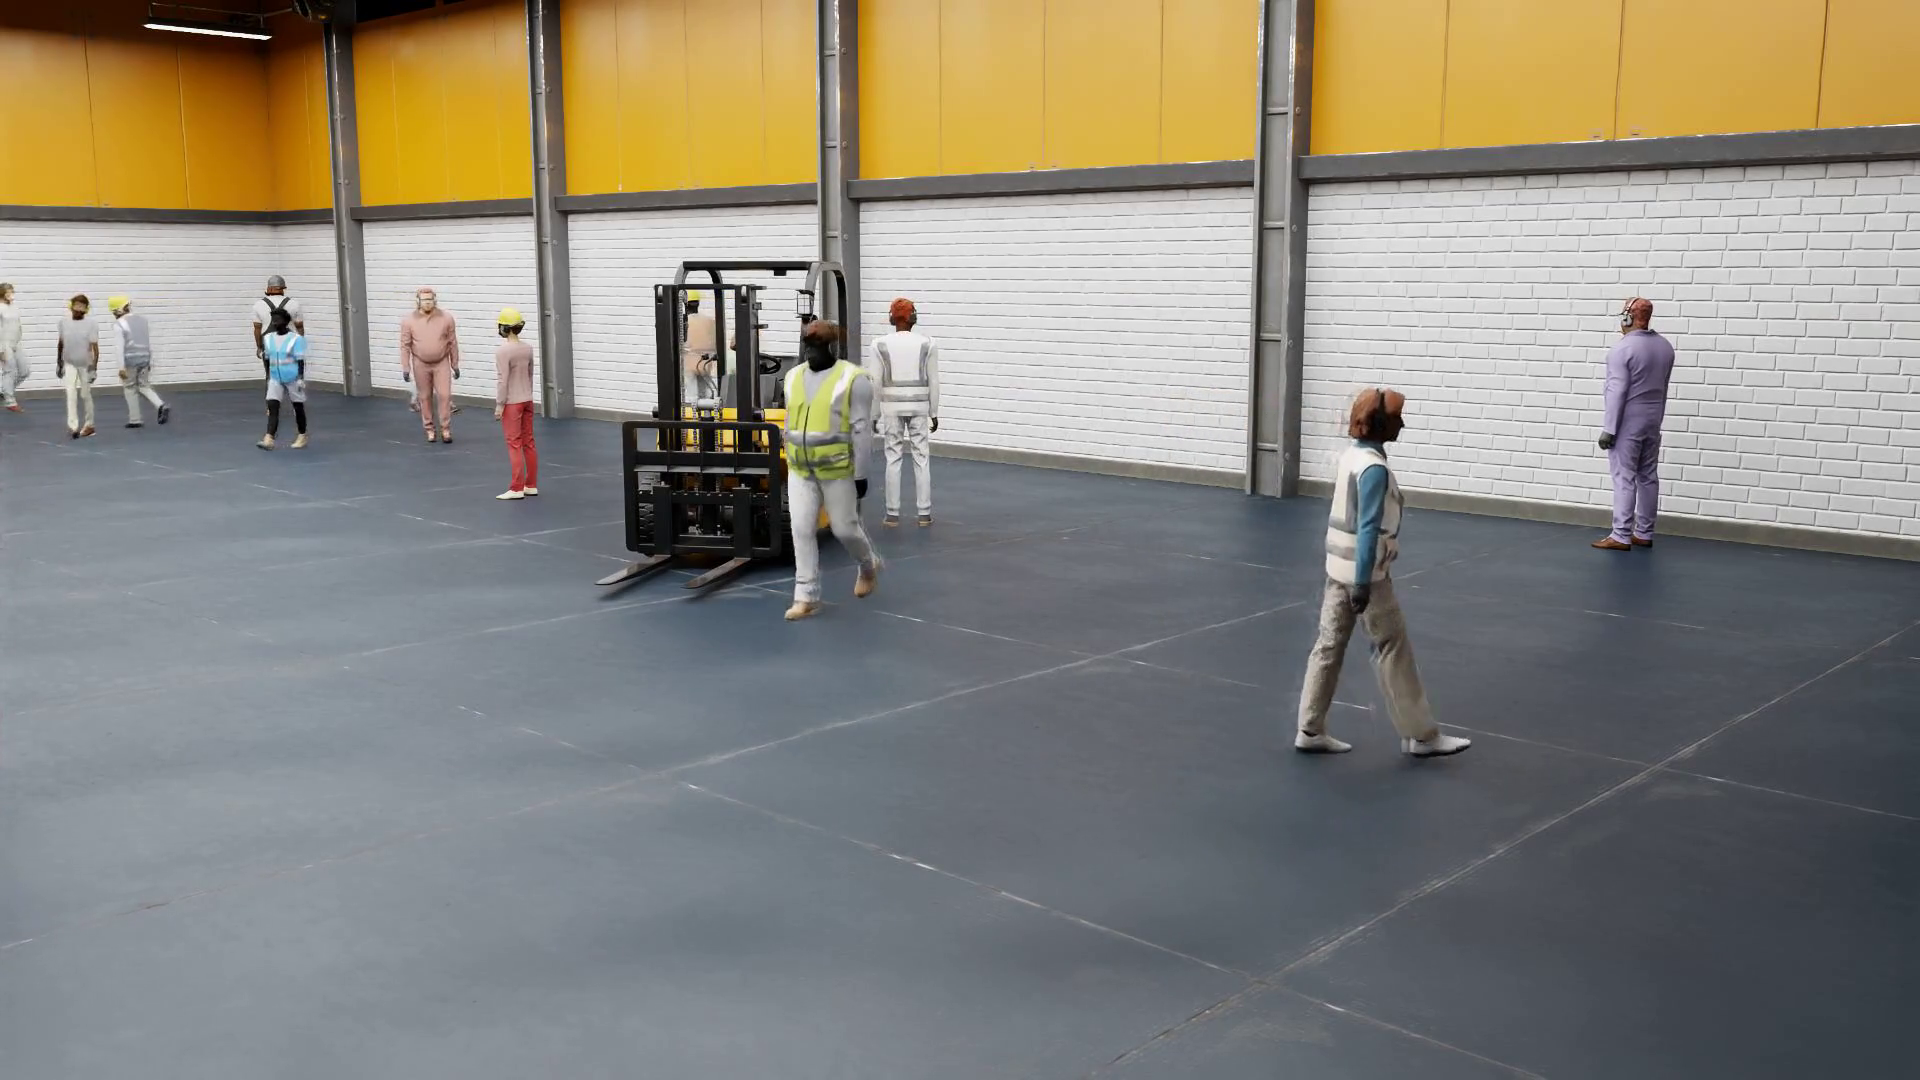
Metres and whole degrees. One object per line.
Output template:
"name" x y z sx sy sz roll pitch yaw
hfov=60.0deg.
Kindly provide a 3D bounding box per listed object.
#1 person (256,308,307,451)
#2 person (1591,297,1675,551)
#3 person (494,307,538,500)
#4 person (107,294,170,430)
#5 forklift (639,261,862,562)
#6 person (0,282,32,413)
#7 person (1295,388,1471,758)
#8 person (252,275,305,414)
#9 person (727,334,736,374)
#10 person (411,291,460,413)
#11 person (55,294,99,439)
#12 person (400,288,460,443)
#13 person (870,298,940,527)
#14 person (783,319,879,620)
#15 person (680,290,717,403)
"person" -7.880 -1.853 19.298 0.557 1.656 0.820 1 9 8
"person" 5.061 -0.872 12.566 0.639 1.911 0.402 -5 11 -30
"person" -4.112 -1.255 15.339 0.307 1.772 0.526 3 10 18
"person" -10.793 -2.323 21.824 0.611 1.788 0.637 3 10 18
"forklift" -1.552 -1.040 12.721 1.214 2.155 2.313 2 9 11
"person" -13.992 -2.826 24.482 0.462 1.923 0.651 1 9 6
"person" 1.836 0.154 7.166 0.798 1.602 0.531 0 9 0
"person" -9.938 -2.852 24.301 0.688 2.000 0.536 -4 10 -21
"person" -1.939 -1.179 15.422 0.518 1.596 0.589 -8 12 -41
"person" -7.792 -2.765 24.472 1.023 1.815 0.541 7 12 37
"person" -11.017 -2.150 20.725 0.592 1.801 0.956 -2 10 -14
"person" -6.404 -2.091 20.116 0.680 1.874 0.876 -3 10 -18
"person" -0.452 -1.045 13.693 0.572 1.886 0.355 -1 9 -5
"person" -0.788 -0.449 10.251 0.625 1.823 0.789 4 10 26
"person" -3.144 -2.007 19.551 0.628 1.896 0.806 -5 11 -30
